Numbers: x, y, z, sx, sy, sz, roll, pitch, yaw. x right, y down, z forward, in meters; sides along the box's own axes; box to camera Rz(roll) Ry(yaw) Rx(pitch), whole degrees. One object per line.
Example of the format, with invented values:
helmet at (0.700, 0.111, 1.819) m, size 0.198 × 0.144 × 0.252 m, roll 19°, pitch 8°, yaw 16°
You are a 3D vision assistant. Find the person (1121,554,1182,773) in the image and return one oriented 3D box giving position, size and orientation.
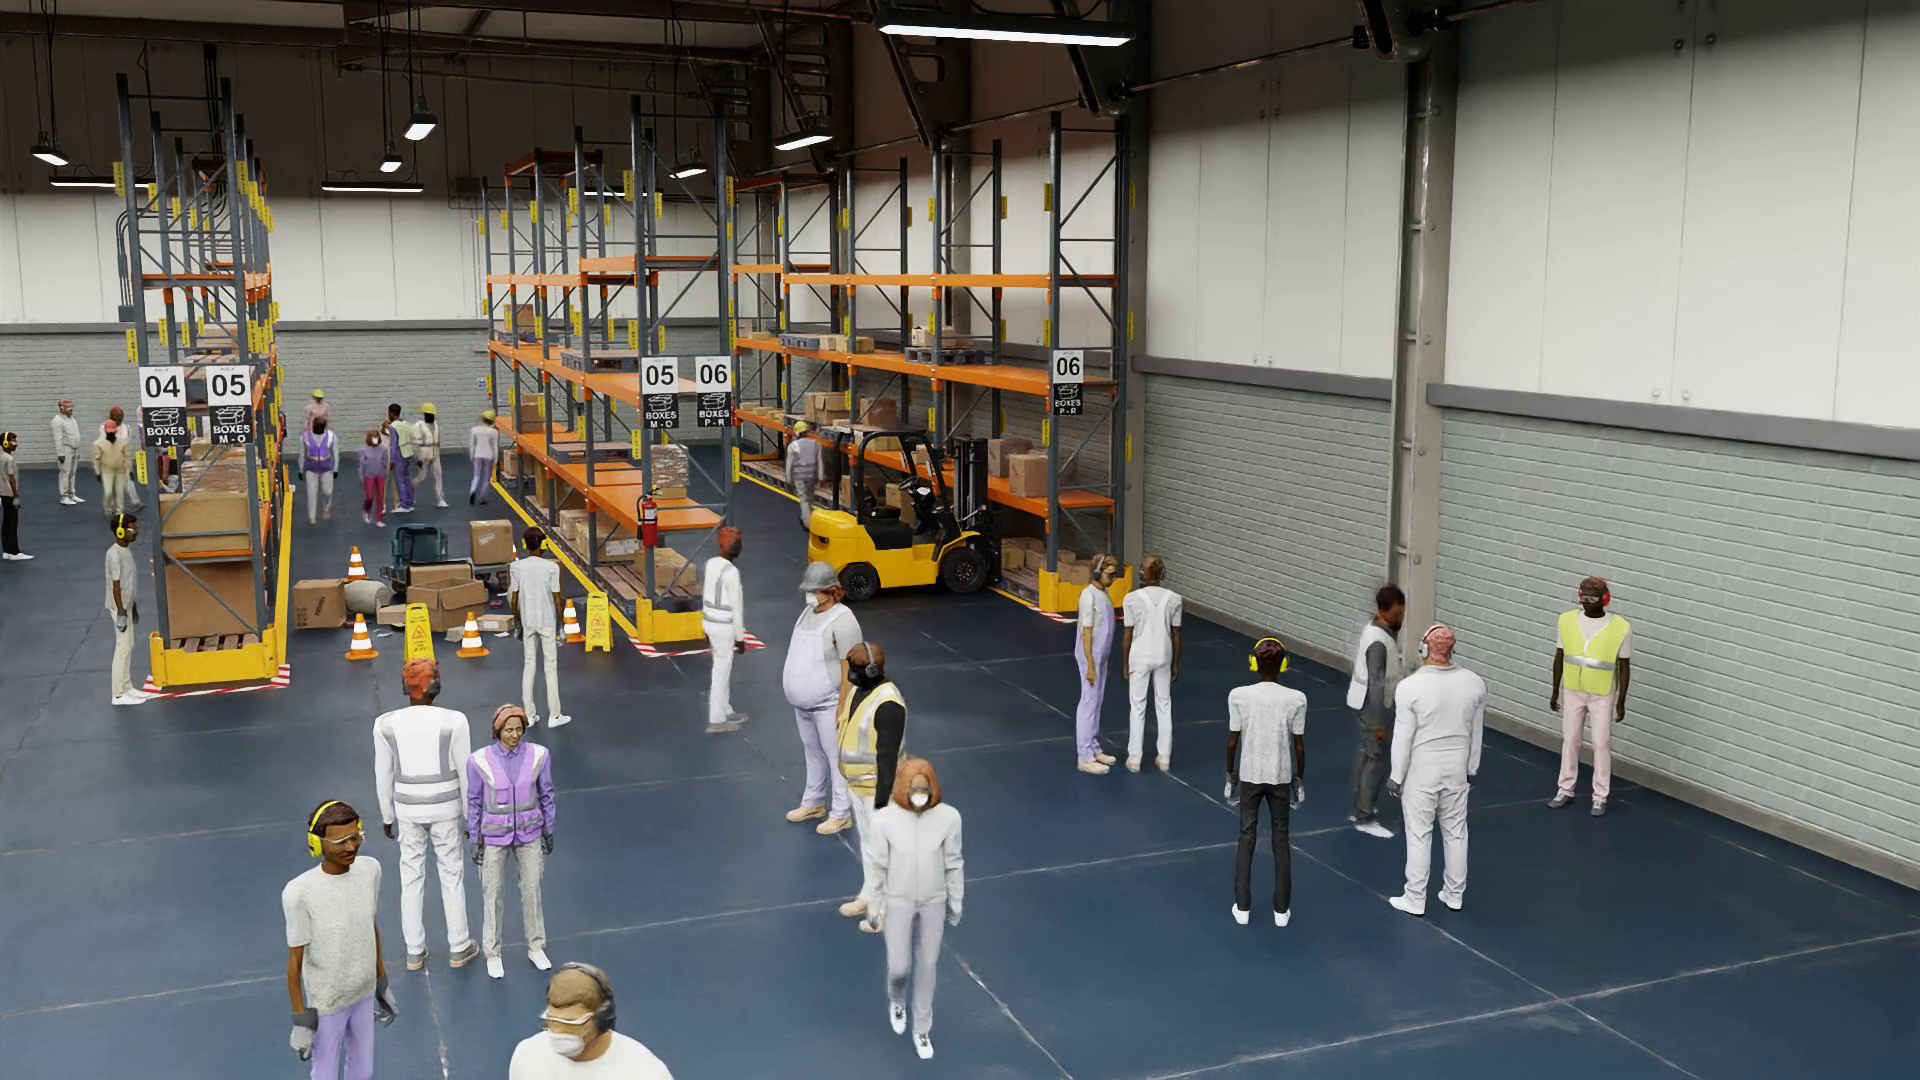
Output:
person at (1.591, 1.027, 13.840) m, size 0.501 × 1.839 × 0.342 m, roll -1°, pitch 9°, yaw -8°

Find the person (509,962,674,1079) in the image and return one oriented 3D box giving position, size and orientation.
person at (-1.211, 2.302, 5.519) m, size 0.631 × 1.931 × 0.366 m, roll 4°, pitch 10°, yaw 24°

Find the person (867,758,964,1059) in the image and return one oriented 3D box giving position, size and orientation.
person at (-0.234, 1.927, 8.816) m, size 0.518 × 1.617 × 0.384 m, roll -2°, pitch 9°, yaw -13°

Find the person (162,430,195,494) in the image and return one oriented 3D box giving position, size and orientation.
person at (-12.541, -1.106, 26.669) m, size 0.410 × 2.028 × 0.620 m, roll 3°, pitch 10°, yaw 20°

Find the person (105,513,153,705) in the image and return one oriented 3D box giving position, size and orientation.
person at (-8.053, 0.666, 16.047) m, size 0.332 × 1.860 × 0.499 m, roll -3°, pitch 9°, yaw -17°

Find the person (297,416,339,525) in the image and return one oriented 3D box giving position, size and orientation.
person at (-10.690, -1.171, 27.709) m, size 0.650 × 1.821 × 0.494 m, roll -4°, pitch 10°, yaw -22°

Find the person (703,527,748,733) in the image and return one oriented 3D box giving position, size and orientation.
person at (-2.128, 0.806, 15.103) m, size 0.398 × 1.883 × 0.599 m, roll -5°, pitch 10°, yaw -29°

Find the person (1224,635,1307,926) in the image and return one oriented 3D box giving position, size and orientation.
person at (1.939, 1.532, 10.580) m, size 0.507 × 1.863 × 0.327 m, roll 2°, pitch 9°, yaw 10°

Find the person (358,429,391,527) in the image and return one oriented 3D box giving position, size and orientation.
person at (-9.623, -1.022, 27.363) m, size 0.517 × 1.621 × 0.361 m, roll -7°, pitch 12°, yaw -38°

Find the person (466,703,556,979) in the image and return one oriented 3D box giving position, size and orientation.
person at (-2.649, 1.764, 9.837) m, size 0.514 × 1.634 × 0.313 m, roll -5°, pitch 10°, yaw -27°

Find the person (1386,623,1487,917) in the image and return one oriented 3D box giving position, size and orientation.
person at (3.051, 1.480, 10.750) m, size 0.639 × 1.911 × 0.406 m, roll -2°, pitch 9°, yaw -14°

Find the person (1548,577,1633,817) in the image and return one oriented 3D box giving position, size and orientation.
person at (4.839, 1.187, 12.785) m, size 0.569 × 1.844 × 0.378 m, roll 7°, pitch 11°, yaw 38°

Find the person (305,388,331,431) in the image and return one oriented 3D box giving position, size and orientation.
person at (-13.787, -2.395, 35.639) m, size 0.533 × 1.741 × 0.693 m, roll -8°, pitch 12°, yaw -42°

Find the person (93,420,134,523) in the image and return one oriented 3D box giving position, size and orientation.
person at (-14.145, -1.146, 27.834) m, size 0.568 × 1.735 × 0.483 m, roll -8°, pitch 12°, yaw -41°

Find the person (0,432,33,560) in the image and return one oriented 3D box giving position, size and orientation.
person at (-13.821, -0.635, 24.211) m, size 0.521 × 1.864 × 0.335 m, roll 8°, pitch 12°, yaw 41°

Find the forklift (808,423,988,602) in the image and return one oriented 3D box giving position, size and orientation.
forklift at (-0.830, -0.399, 21.676) m, size 2.313 × 2.155 × 1.214 m, roll -4°, pitch 10°, yaw -21°

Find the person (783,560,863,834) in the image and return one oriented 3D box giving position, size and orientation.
person at (-1.052, 1.154, 12.382) m, size 0.538 × 2.000 × 0.684 m, roll -7°, pitch 12°, yaw -38°

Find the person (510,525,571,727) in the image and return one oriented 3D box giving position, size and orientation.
person at (-3.842, 0.788, 15.222) m, size 0.512 × 1.873 × 0.328 m, roll 1°, pitch 9°, yaw 9°

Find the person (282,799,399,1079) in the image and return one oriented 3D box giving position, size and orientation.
person at (-2.720, 2.042, 7.337) m, size 0.309 × 1.868 × 0.534 m, roll 5°, pitch 10°, yaw 30°

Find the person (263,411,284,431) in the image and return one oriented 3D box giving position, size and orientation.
person at (-13.840, -2.028, 33.355) m, size 0.583 × 1.732 × 0.477 m, roll -8°, pitch 12°, yaw -43°

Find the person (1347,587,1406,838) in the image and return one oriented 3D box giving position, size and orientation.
person at (3.072, 1.244, 12.356) m, size 0.389 × 1.882 × 0.760 m, roll 2°, pitch 9°, yaw 14°

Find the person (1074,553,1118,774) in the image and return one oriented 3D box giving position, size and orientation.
person at (1.142, 1.016, 13.889) m, size 0.347 × 1.840 × 0.505 m, roll 3°, pitch 10°, yaw 20°

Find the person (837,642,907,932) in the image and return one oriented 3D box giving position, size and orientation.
person at (-0.561, 1.549, 10.548) m, size 0.429 × 1.837 × 0.638 m, roll -4°, pitch 10°, yaw -24°

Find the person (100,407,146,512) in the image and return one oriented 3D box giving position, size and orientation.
person at (-14.664, -1.391, 29.039) m, size 0.989 × 1.832 × 0.595 m, roll 6°, pitch 11°, yaw 33°

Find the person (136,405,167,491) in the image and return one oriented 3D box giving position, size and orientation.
person at (-15.387, -1.934, 31.812) m, size 0.378 × 2.044 × 0.607 m, roll 6°, pitch 11°, yaw 33°

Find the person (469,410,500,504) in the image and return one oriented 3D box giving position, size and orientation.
person at (-8.555, -1.477, 29.917) m, size 0.571 × 1.719 × 0.505 m, roll 0°, pitch 9°, yaw 3°

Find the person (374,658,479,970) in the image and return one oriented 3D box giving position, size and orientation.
person at (-3.163, 1.624, 9.906) m, size 0.573 × 1.886 × 0.354 m, roll -1°, pitch 9°, yaw -4°

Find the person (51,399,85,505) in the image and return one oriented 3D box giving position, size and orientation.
person at (-16.135, -1.597, 30.119) m, size 0.402 × 1.906 × 0.651 m, roll -1°, pitch 9°, yaw -4°

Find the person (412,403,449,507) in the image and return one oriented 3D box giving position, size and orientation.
person at (-9.576, -1.532, 29.799) m, size 0.918 × 1.890 × 0.588 m, roll 6°, pitch 11°, yaw 35°

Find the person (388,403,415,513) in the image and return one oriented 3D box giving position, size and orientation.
person at (-9.784, -1.434, 29.112) m, size 0.399 × 1.910 × 0.591 m, roll 0°, pitch 9°, yaw 2°

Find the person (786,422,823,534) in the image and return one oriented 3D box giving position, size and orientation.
person at (-2.547, -1.024, 26.920) m, size 0.594 × 1.777 × 0.950 m, roll -5°, pitch 10°, yaw -28°

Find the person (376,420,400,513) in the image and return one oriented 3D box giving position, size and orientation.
person at (-9.958, -1.287, 29.028) m, size 0.498 × 1.633 × 0.284 m, roll -5°, pitch 10°, yaw -28°
